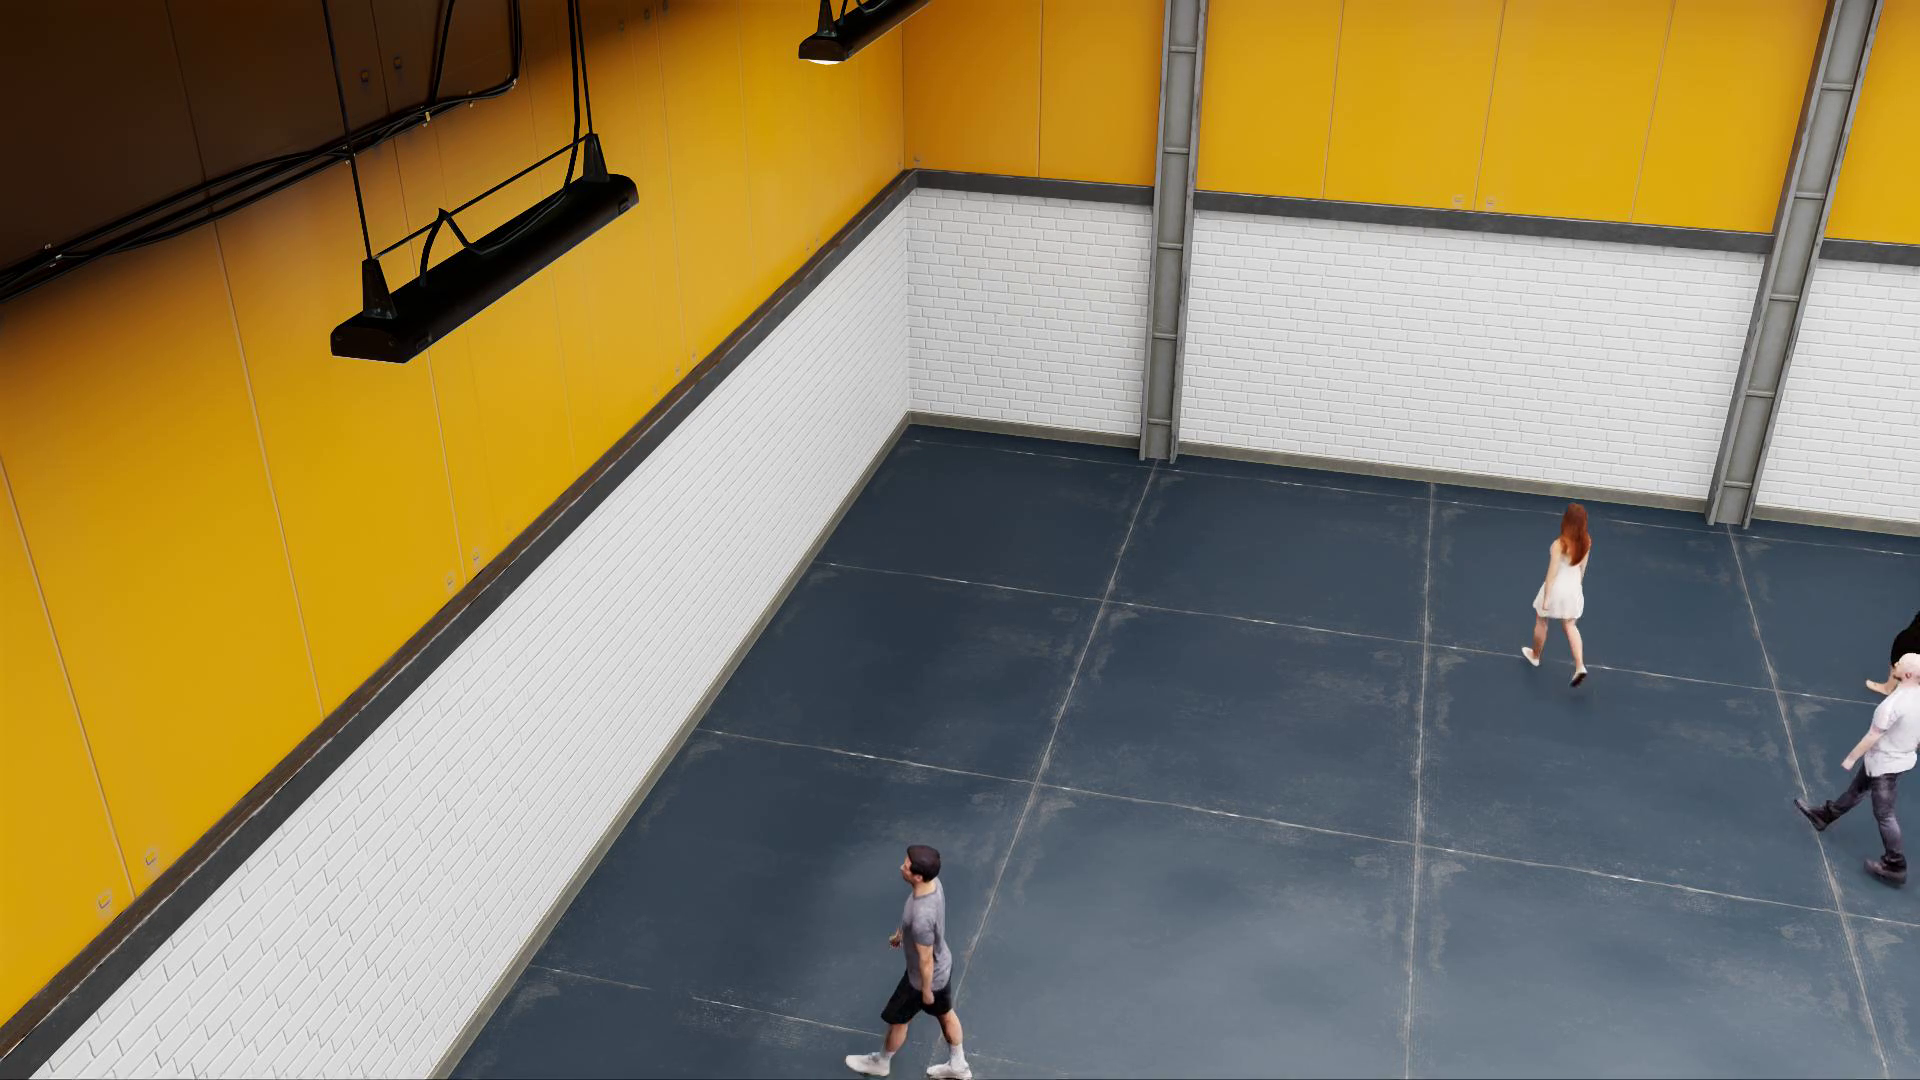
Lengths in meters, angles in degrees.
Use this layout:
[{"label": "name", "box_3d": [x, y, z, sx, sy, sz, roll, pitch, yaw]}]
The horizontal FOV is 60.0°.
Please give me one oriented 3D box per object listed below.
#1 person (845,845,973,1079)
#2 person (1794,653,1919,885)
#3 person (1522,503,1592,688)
[{"label": "person", "box_3d": [-0.114, 2.654, 10.274, 1.042, 1.844, 0.688, 6, 29, 10]}, {"label": "person", "box_3d": [6.829, 1.683, 12.120, 1.192, 1.780, 1.288, -18, 33, -29]}, {"label": "person", "box_3d": [5.268, 0.492, 14.397, 1.059, 1.691, 0.915, -6, 29, -10]}]
